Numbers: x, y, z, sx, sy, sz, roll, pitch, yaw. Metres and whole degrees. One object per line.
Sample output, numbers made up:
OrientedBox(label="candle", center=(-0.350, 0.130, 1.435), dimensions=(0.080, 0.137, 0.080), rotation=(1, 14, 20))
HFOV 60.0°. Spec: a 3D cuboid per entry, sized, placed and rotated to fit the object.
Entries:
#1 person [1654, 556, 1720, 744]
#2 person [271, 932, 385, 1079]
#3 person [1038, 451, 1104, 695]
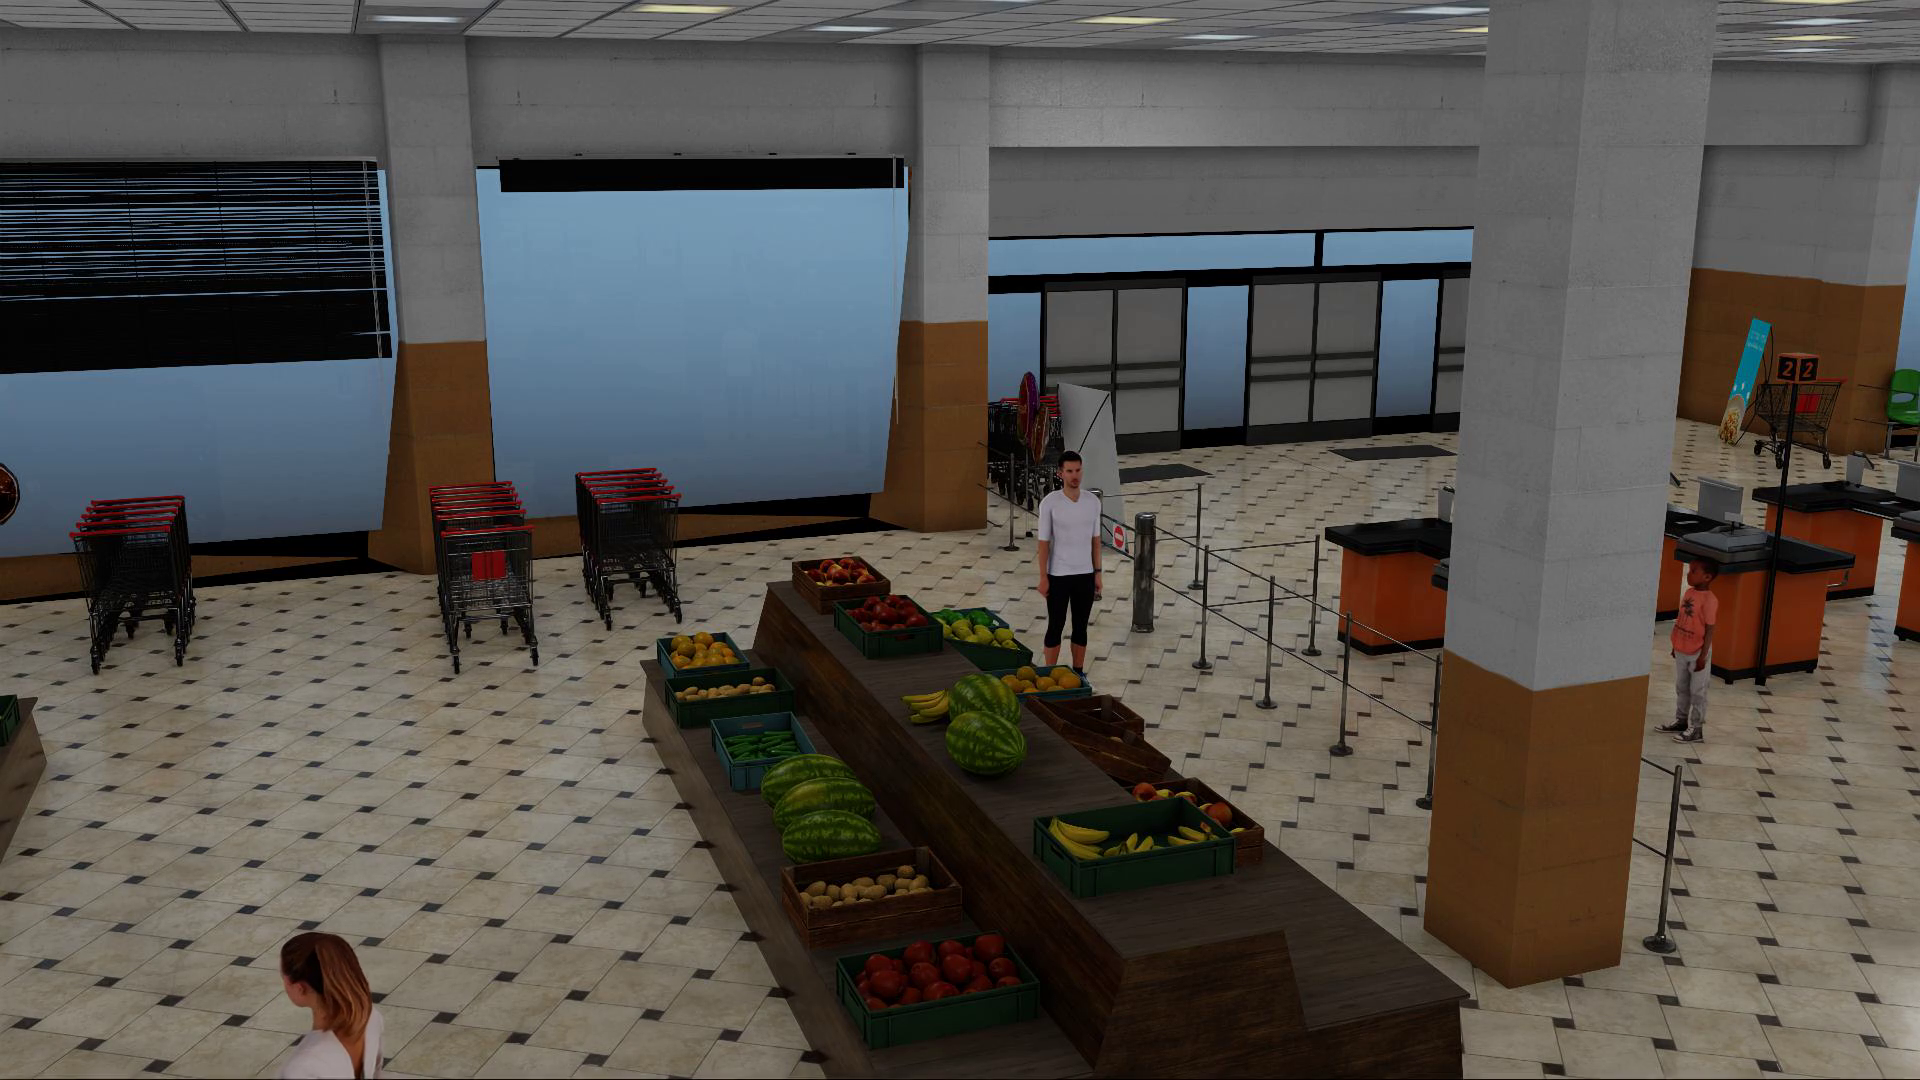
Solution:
OrientedBox(label="person", center=(5.101, 0.744, 11.545), dimensions=(0.571, 1.311, 0.454), rotation=(-2, 14, -10))
OrientedBox(label="person", center=(-1.968, 2.038, 5.317), dimensions=(0.750, 1.733, 0.642), rotation=(3, 14, 12))
OrientedBox(label="person", center=(0.820, 0.241, 12.474), dimensions=(0.656, 1.852, 0.542), rotation=(-5, 14, -19))
